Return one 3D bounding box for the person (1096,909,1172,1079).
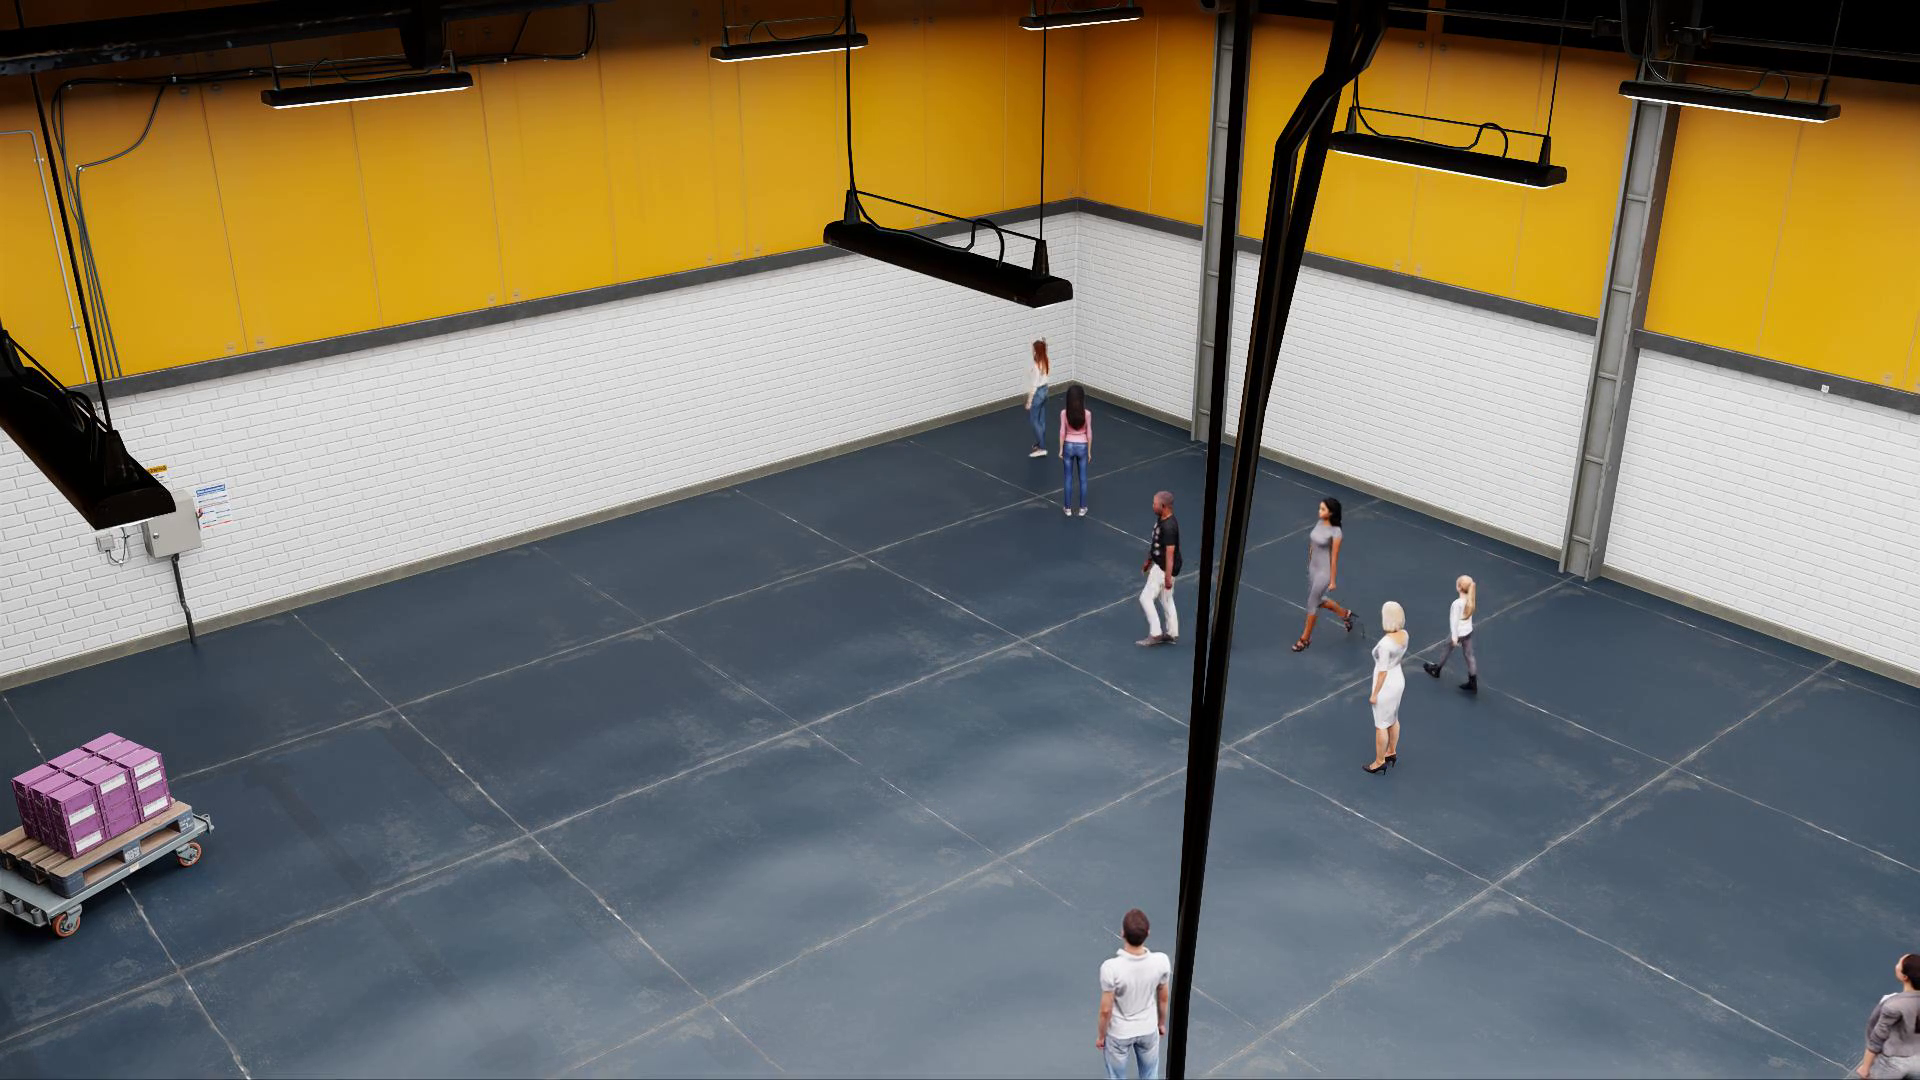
[{"bbox_3d":[1.150,3.276,11.113,0.719,1.852,0.691,-6,24,-14],"label":"person"}]

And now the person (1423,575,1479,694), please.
[{"bbox_3d":[5.205,0.984,17.104,0.580,1.251,0.931,-13,27,-28],"label":"person"}]

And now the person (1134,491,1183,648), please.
[{"bbox_3d":[2.303,0.322,17.954,0.892,1.785,0.832,1,24,3],"label":"person"}]

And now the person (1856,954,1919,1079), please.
[{"bbox_3d":[6.133,3.451,10.935,0.684,1.675,0.686,-8,25,-18],"label":"person"}]

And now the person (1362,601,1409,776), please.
[{"bbox_3d":[4.012,1.379,15.581,0.535,1.749,0.586,21,31,39],"label":"person"}]

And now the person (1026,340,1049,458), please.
[{"bbox_3d":[1.112,-2.037,23.451,0.728,1.704,0.737,18,29,35],"label":"person"}]

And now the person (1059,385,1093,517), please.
[{"bbox_3d":[1.481,-1.158,21.392,0.640,1.742,0.704,2,24,5],"label":"person"}]

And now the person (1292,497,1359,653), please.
[{"bbox_3d":[3.970,0.372,17.874,0.909,1.757,1.052,-7,25,-17],"label":"person"}]
